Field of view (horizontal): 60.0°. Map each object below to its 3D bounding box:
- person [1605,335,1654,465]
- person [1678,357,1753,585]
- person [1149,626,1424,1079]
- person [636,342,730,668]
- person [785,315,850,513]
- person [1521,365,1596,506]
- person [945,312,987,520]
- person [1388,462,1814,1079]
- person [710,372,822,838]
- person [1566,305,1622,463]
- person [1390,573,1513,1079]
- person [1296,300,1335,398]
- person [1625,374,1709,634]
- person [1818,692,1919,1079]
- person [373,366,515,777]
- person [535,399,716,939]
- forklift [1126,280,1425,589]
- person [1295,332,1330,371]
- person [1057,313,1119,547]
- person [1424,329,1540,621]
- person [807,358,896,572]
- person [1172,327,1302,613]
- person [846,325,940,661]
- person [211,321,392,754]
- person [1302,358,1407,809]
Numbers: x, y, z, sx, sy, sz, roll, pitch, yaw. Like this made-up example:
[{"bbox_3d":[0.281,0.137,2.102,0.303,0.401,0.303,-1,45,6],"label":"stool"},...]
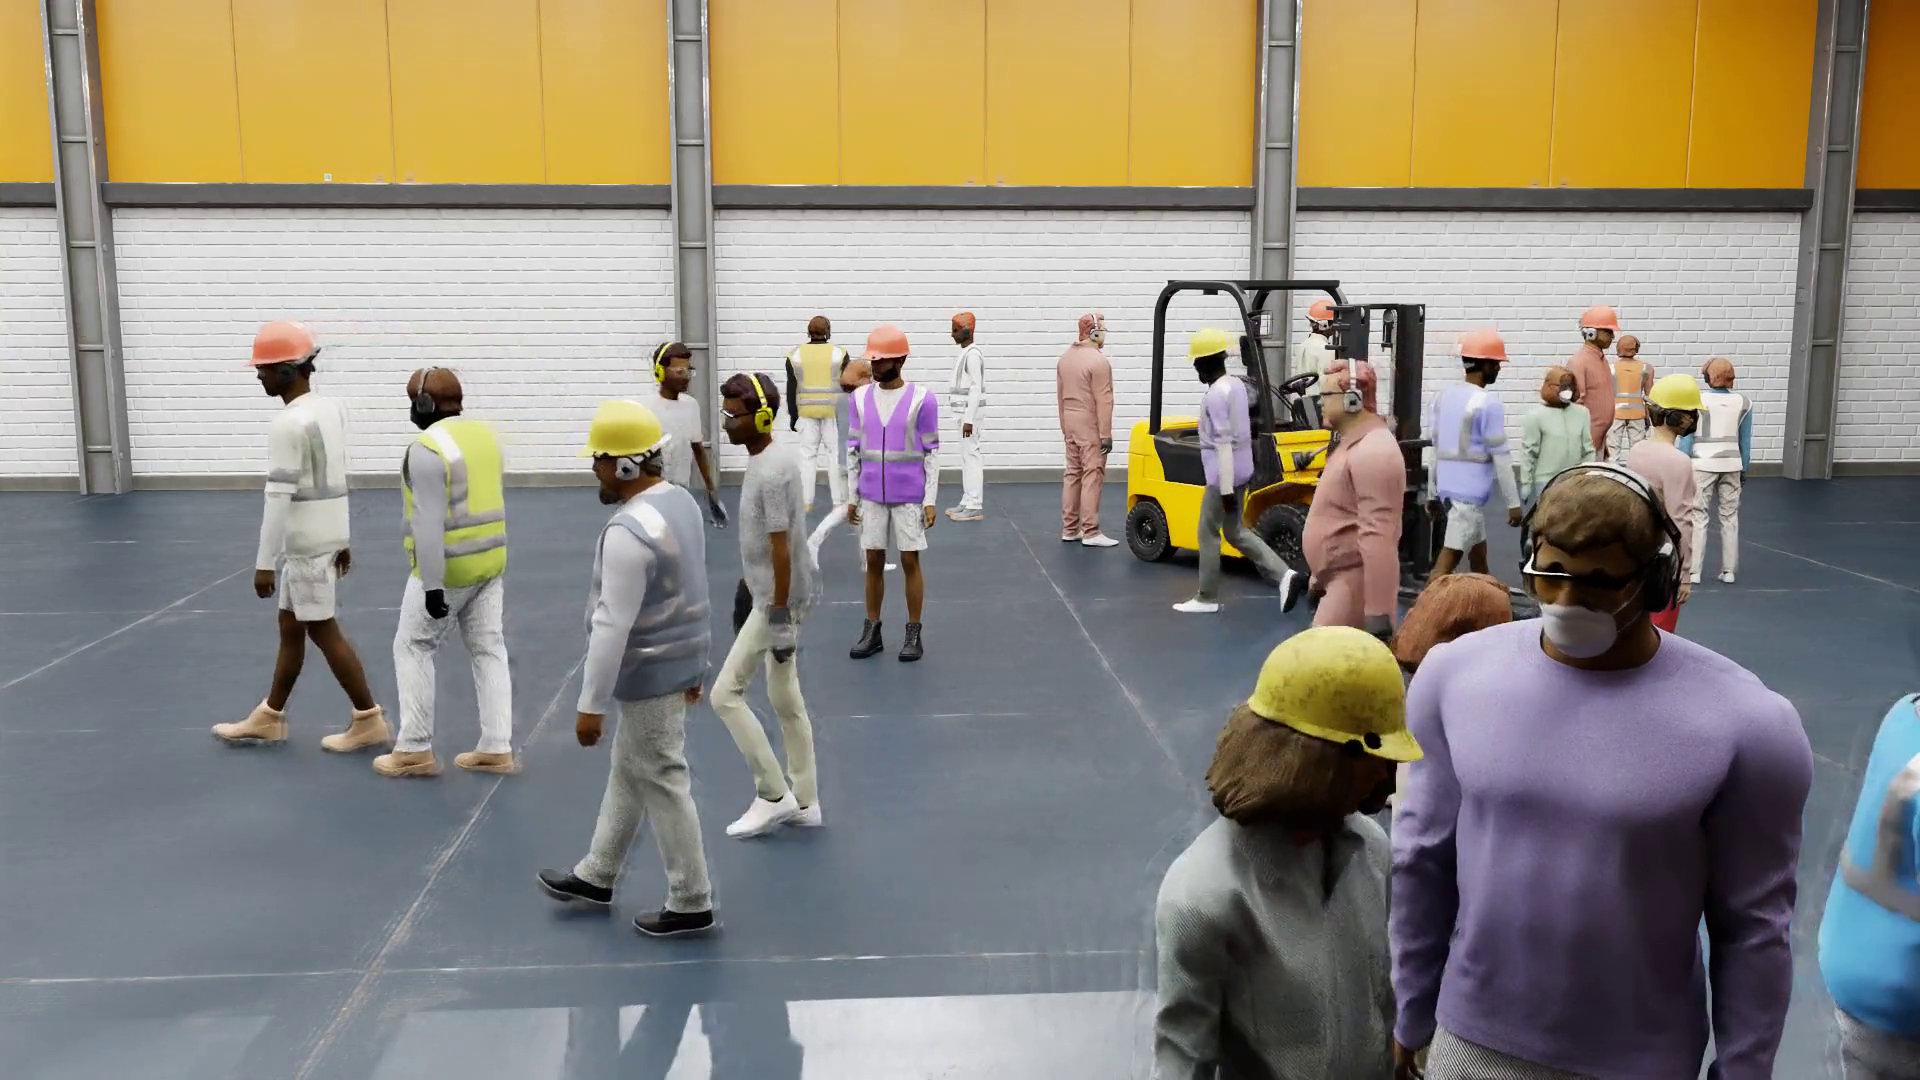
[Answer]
[{"bbox_3d":[6.466,-1.171,16.177,0.515,1.636,0.314,2,9,12],"label":"person"},{"bbox_3d":[5.427,-0.491,11.959,0.526,1.626,0.328,-1,9,-4],"label":"person"},{"bbox_3d":[0.424,0.952,2.603,0.517,1.715,0.579,-8,12,-40],"label":"person"},{"bbox_3d":[-1.585,-0.197,9.434,0.769,1.834,0.539,5,10,27],"label":"person"},{"bbox_3d":[-1.293,-1.159,15.459,0.621,1.845,0.429,1,9,4],"label":"person"},{"bbox_3d":[4.052,-0.382,11.292,0.510,1.609,0.691,-3,9,-17],"label":"person"},{"bbox_3d":[0.061,-1.119,15.069,0.355,1.887,0.574,-1,9,-7],"label":"person"},{"bbox_3d":[0.978,0.831,2.677,0.627,1.934,0.372,6,11,34],"label":"person"},{"bbox_3d":[-0.781,0.260,6.550,0.527,1.844,0.551,0,9,1],"label":"person"},{"bbox_3d":[4.701,-0.753,12.433,0.376,1.995,0.611,7,11,37],"label":"person"},{"bbox_3d":[1.049,0.851,3.610,0.771,1.600,0.517,3,9,17],"label":"person"},{"bbox_3d":[3.190,-1.132,14.806,0.381,1.994,0.622,-2,9,-12],"label":"person"},{"bbox_3d":[3.236,0.116,7.688,0.328,1.767,0.532,-1,9,-4],"label":"person"},{"bbox_3d":[1.901,0.872,3.245,0.436,1.662,0.576,4,10,23],"label":"person"},{"bbox_3d":[-2.310,0.141,7.390,0.730,1.810,0.644,3,10,19],"label":"person"},{"bbox_3d":[-1.156,0.440,5.509,0.735,1.805,0.624,1,9,7],"label":"person"},{"bbox_3d":[2.301,-0.860,12.475,1.214,2.155,2.313,-6,11,-35],"label":"forklift"},{"bbox_3d":[3.593,-1.296,16.807,0.321,1.689,0.530,-5,10,-29],"label":"person"},{"bbox_3d":[1.066,-0.903,13.648,0.402,1.906,0.651,-5,10,-29],"label":"person"},{"bbox_3d":[3.090,-0.283,9.789,0.973,1.885,0.574,-2,9,-13],"label":"person"},{"bbox_3d":[-0.819,-0.538,12.270,0.694,1.610,0.507,-6,11,-34],"label":"person"},{"bbox_3d":[1.788,-0.423,10.699,0.779,1.886,0.625,4,10,24],"label":"person"},{"bbox_3d":[-0.398,-0.262,9.532,0.551,1.933,0.369,3,9,17],"label":"person"},{"bbox_3d":[-3.058,0.009,7.616,0.865,2.004,0.631,-1,9,-4],"label":"person"},{"bbox_3d":[1.490,0.199,6.826,0.915,1.865,0.681,2,9,11],"label":"person"}]
